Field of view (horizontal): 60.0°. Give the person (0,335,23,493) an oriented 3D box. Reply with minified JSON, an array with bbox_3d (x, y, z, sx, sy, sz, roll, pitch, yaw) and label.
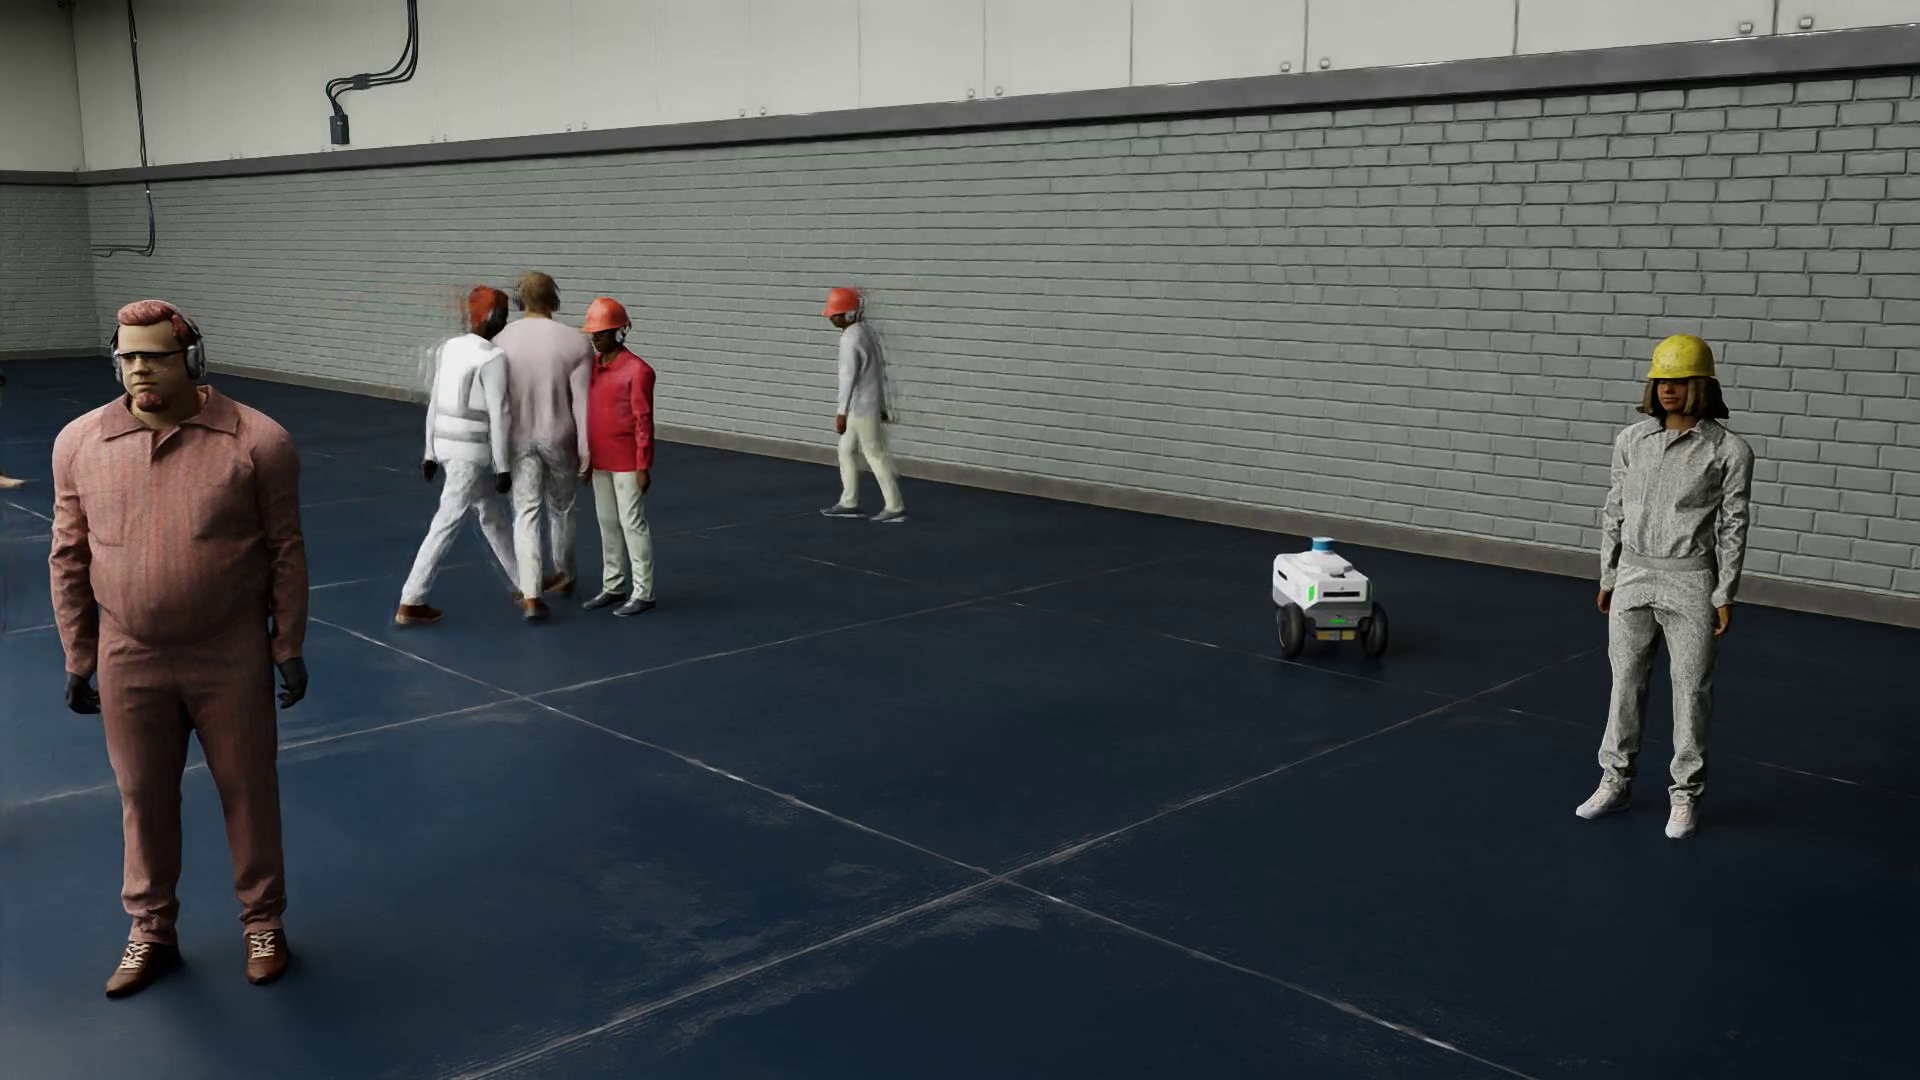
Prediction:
[{"bbox_3d":[-7.913,-1.402,13.487,0.389,2.041,0.614,-1,10,-8],"label":"person"}]

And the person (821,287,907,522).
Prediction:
[{"bbox_3d":[-0.735,-0.968,12.026,0.754,1.706,0.582,1,10,3],"label":"person"}]

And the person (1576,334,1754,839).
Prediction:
[{"bbox_3d":[2.452,0.161,5.777,0.485,1.745,0.296,10,14,42],"label":"person"}]

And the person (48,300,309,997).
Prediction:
[{"bbox_3d":[-2.128,0.303,4.559,0.652,1.906,0.403,-2,11,-11],"label":"person"}]

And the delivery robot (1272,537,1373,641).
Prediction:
[{"bbox_3d":[1.821,0.229,8.392,0.477,0.478,0.707,-1,10,-4],"label":"delivery robot"}]

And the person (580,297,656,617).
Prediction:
[{"bbox_3d":[-1.901,-0.453,9.131,0.571,1.743,0.349,10,14,43],"label":"person"}]

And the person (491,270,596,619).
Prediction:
[{"bbox_3d":[-2.317,-0.535,9.195,0.633,1.896,1.026,-2,11,-10],"label":"person"}]

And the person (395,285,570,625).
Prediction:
[{"bbox_3d":[-2.665,-0.462,9.031,1.045,1.821,0.584,-9,14,-41],"label":"person"}]
